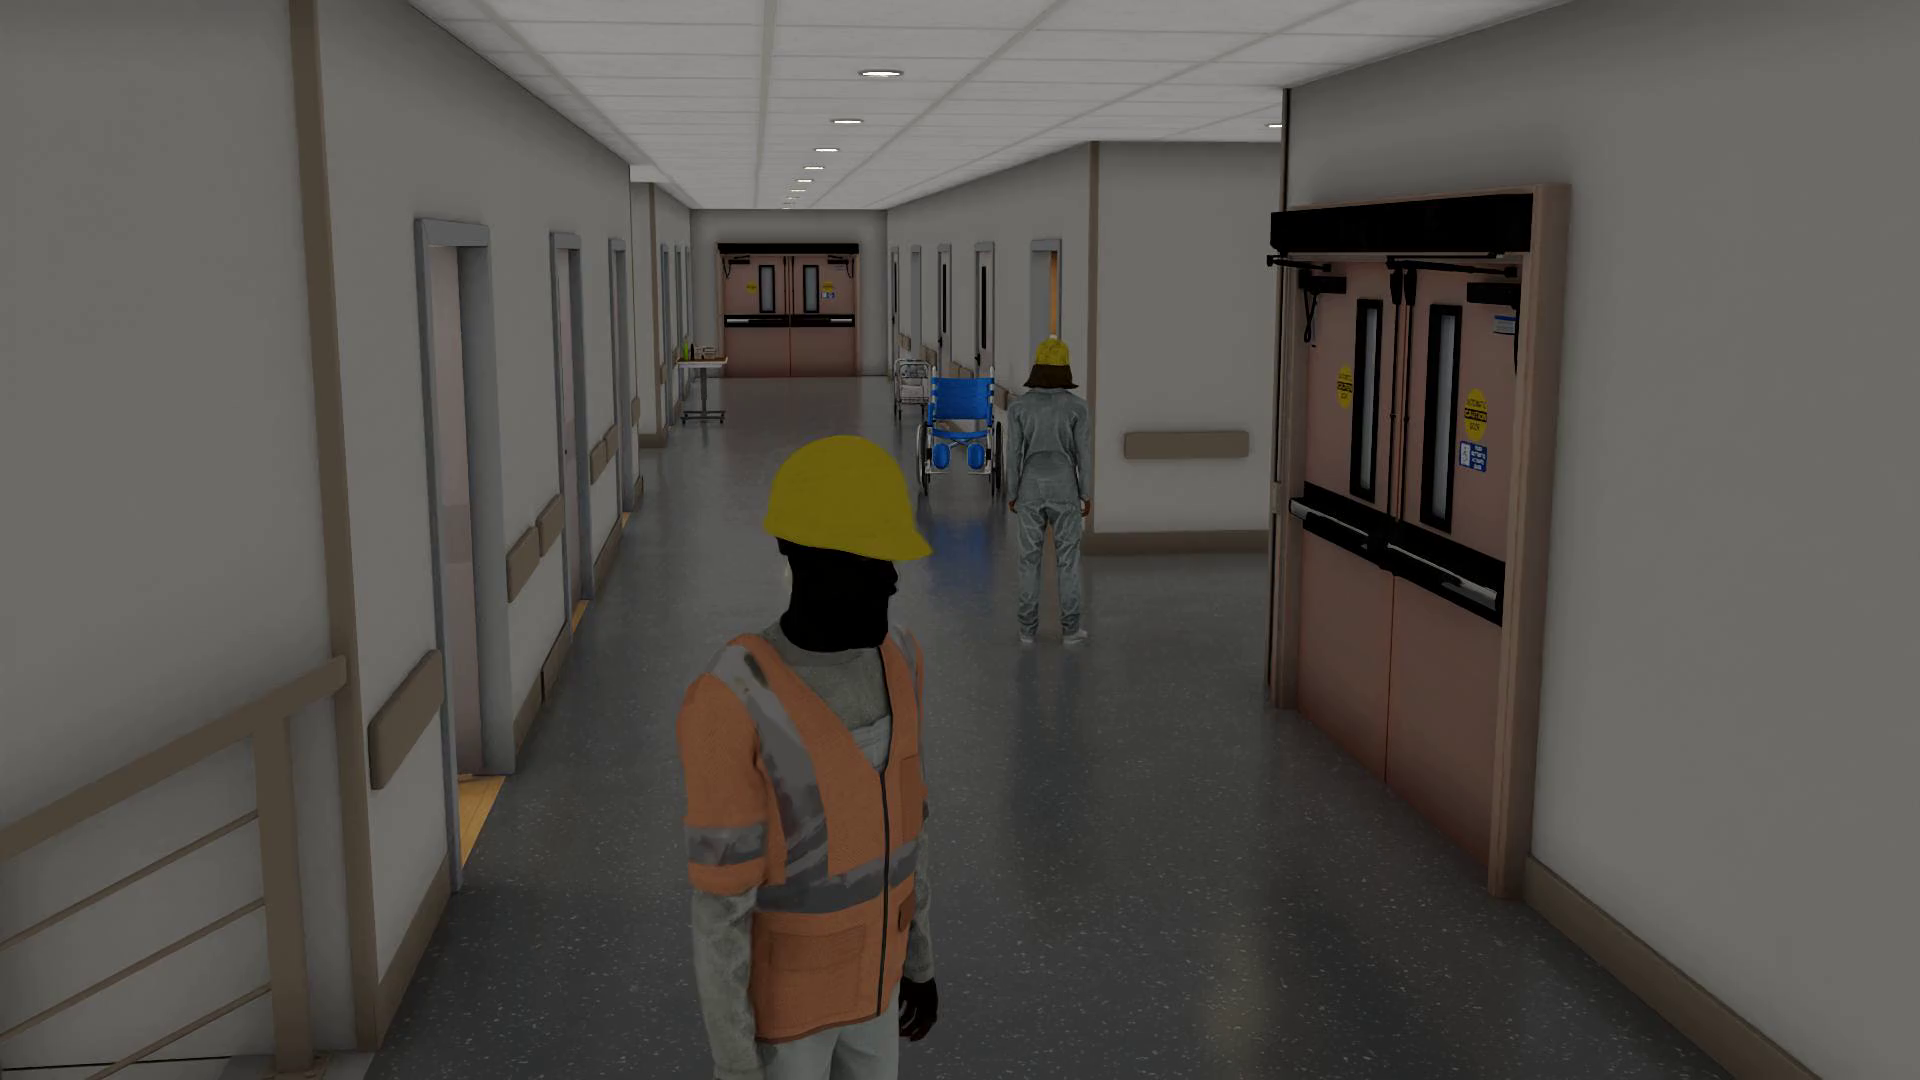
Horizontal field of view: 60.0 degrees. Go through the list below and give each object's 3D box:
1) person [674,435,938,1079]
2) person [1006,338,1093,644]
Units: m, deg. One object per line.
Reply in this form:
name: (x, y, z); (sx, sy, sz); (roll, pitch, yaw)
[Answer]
person: (-0.225, 0.770, 2.911); (0.398, 1.920, 0.586); (6, 12, 33)
person: (0.513, -0.275, 9.501); (0.492, 1.742, 0.321); (2, 10, 11)
